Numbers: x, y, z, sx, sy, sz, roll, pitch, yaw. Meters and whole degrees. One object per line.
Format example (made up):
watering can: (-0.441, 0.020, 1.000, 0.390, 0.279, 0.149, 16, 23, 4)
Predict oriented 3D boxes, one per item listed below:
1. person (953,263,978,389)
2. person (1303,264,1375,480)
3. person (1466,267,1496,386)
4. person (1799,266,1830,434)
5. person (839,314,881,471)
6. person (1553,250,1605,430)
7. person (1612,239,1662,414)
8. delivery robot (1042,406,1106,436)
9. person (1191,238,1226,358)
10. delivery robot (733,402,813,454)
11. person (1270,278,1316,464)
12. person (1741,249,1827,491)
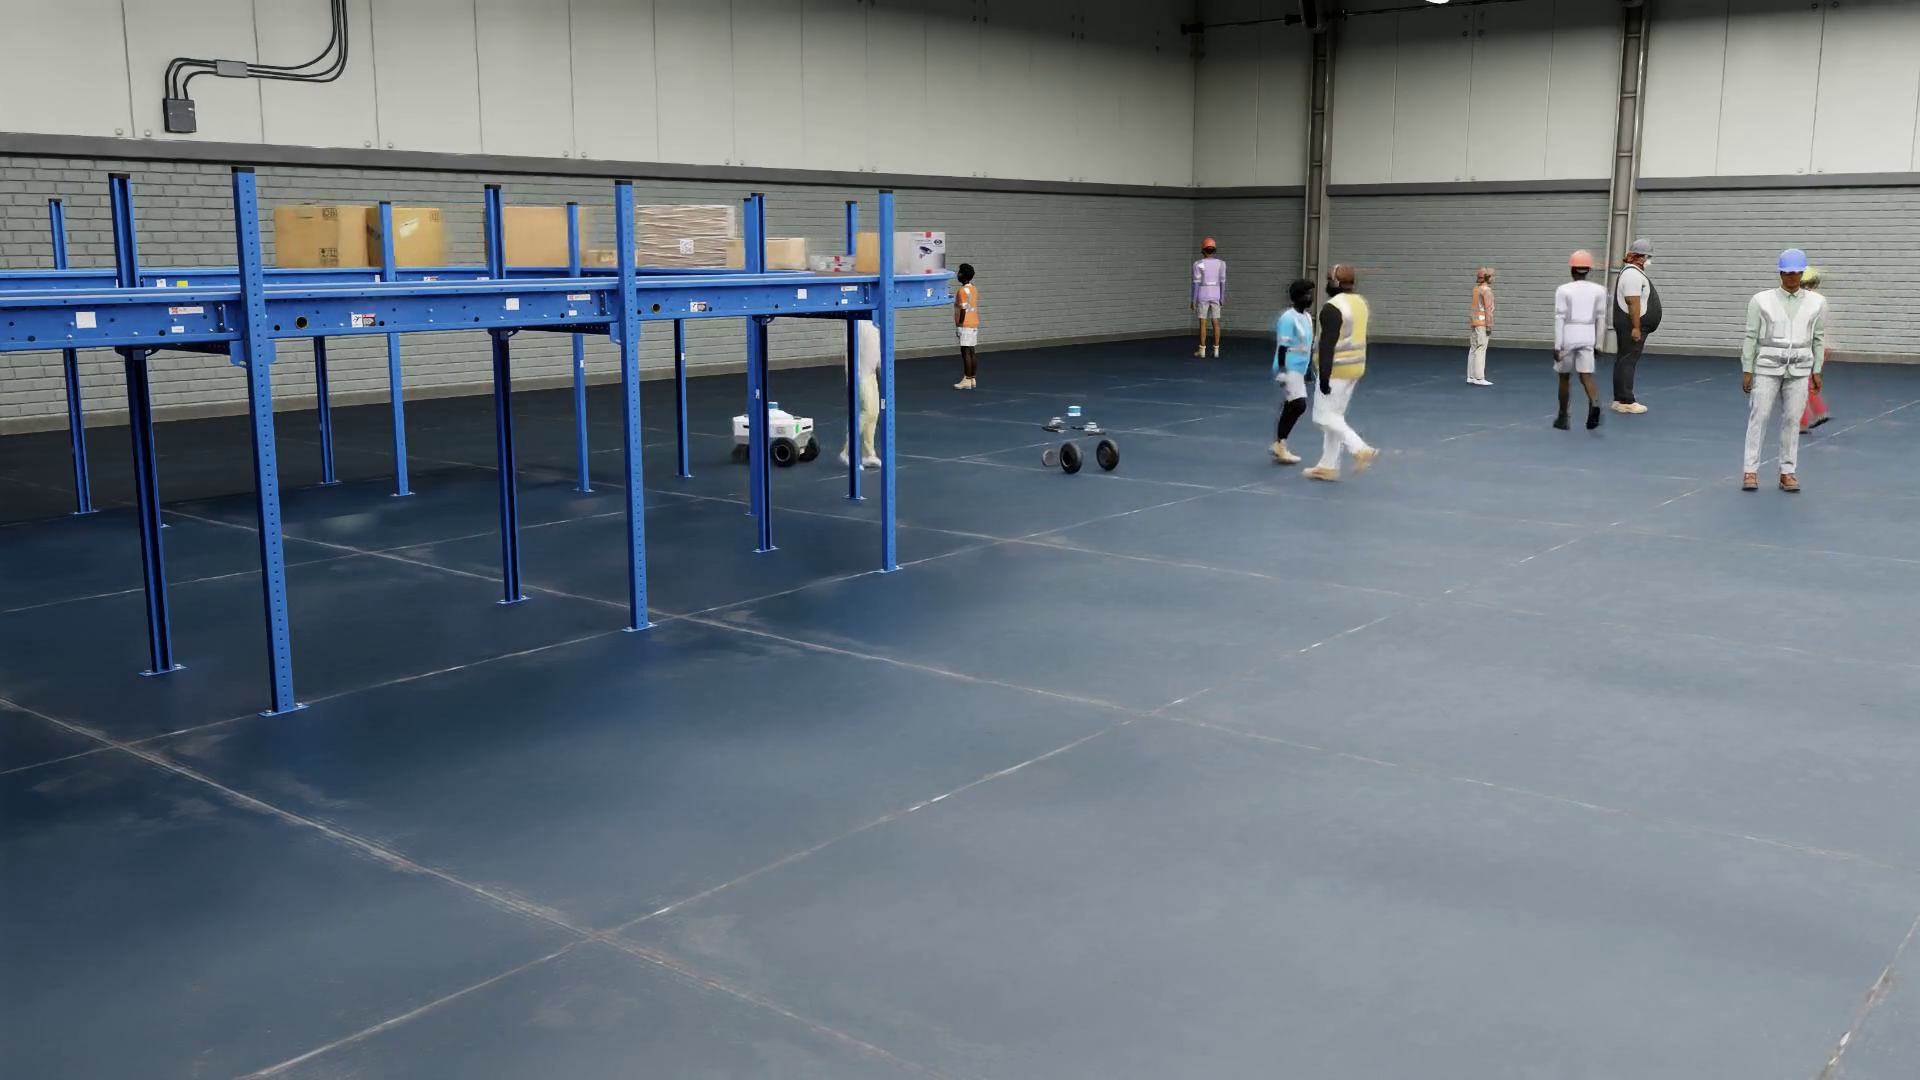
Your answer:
person: (0.078, -2.919, 22.712, 0.316, 1.700, 0.541, 3, 11, 18)
person: (3.218, -1.395, 13.939, 0.601, 1.819, 0.638, 8, 13, 38)
person: (7.294, -2.984, 23.254, 0.311, 1.636, 0.523, -1, 10, -5)
person: (8.834, -1.986, 17.415, 0.412, 1.747, 0.562, 9, 14, 41)
person: (-0.828, -1.445, 14.793, 0.414, 1.621, 0.536, 2, 10, 11)
person: (6.589, -2.114, 17.664, 0.544, 1.920, 0.814, 0, 10, -1)
person: (8.011, -2.522, 19.693, 0.536, 2.000, 0.672, 2, 11, 13)
delivery robot: (1.013, -1.072, 14.797, 0.335, 0.223, 0.698, -7, 12, -33)
person: (4.282, -4.182, 28.760, 0.605, 2.045, 0.377, -3, 11, -14)
delivery robot: (-1.712, -1.015, 15.186, 0.707, 0.478, 0.477, 4, 11, 22)
person: (3.018, -1.522, 15.022, 0.375, 1.681, 0.541, 6, 12, 29)
person: (6.650, -1.370, 13.446, 0.616, 1.945, 0.404, 2, 10, 12)
